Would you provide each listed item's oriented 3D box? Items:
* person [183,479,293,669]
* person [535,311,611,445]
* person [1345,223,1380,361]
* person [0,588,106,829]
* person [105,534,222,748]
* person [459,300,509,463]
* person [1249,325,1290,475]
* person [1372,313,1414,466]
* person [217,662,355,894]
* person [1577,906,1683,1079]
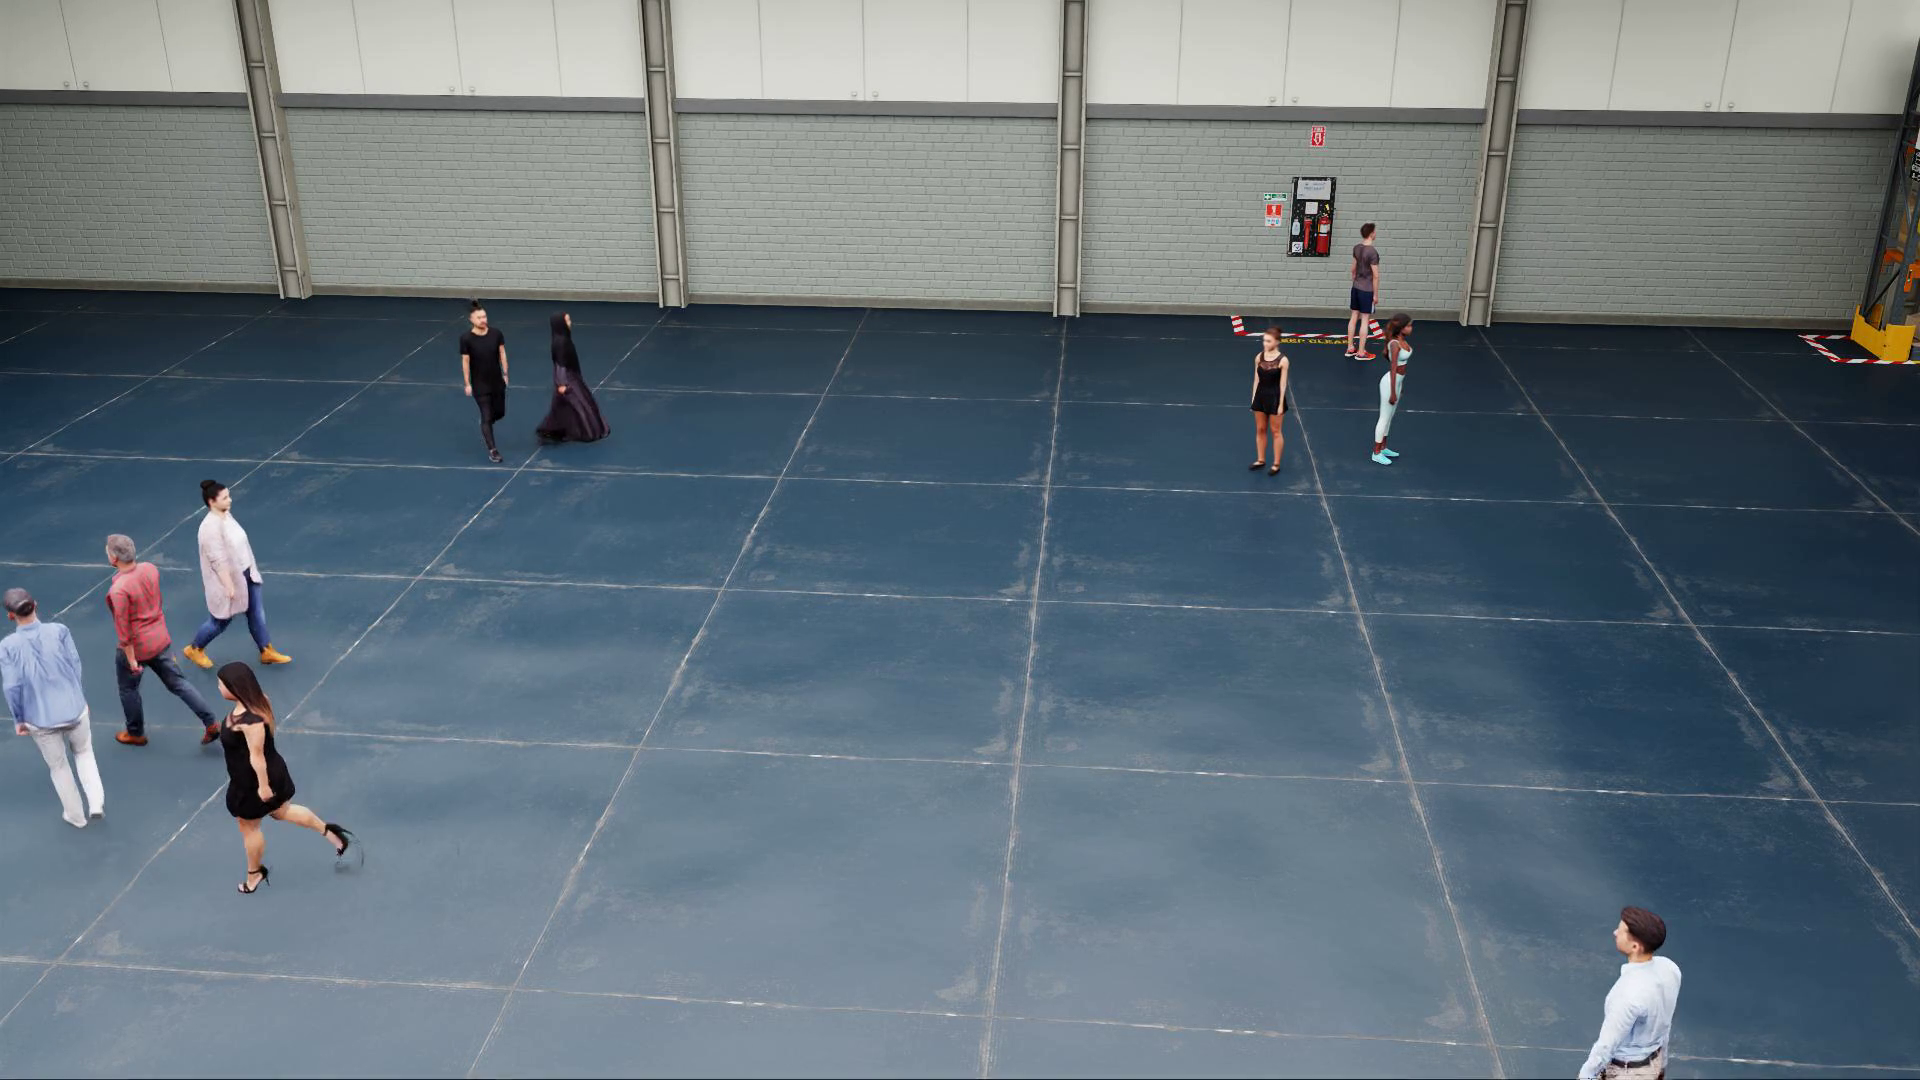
[{"bbox_3d":[-6.254,0.330,14.027,1.122,1.714,0.743,0,23,-1],"label":"person"},{"bbox_3d":[-4.658,-1.878,19.365,1.158,1.600,0.816,-4,23,-9],"label":"person"},{"bbox_3d":[5.474,-3.381,22.575,0.739,1.854,0.727,-12,26,-26],"label":"person"},{"bbox_3d":[-6.353,1.229,11.714,0.871,1.869,0.930,-15,27,-32],"label":"person"},{"bbox_3d":[-6.174,0.816,12.783,1.261,1.793,0.885,8,24,18],"label":"person"},{"bbox_3d":[-5.431,-1.840,18.958,1.056,1.847,1.087,-15,27,-31],"label":"person"},{"bbox_3d":[3.460,-1.568,18.534,0.670,1.679,0.749,19,30,38],"label":"person"},{"bbox_3d":[4.912,-1.735,18.868,0.640,1.725,0.639,11,25,25],"label":"person"},{"bbox_3d":[-4.578,1.580,11.114,1.111,1.693,0.903,-7,24,-16],"label":"person"},{"bbox_3d":[3.412,2.714,8.322,1.280,1.791,1.131,20,30,39],"label":"person"}]
